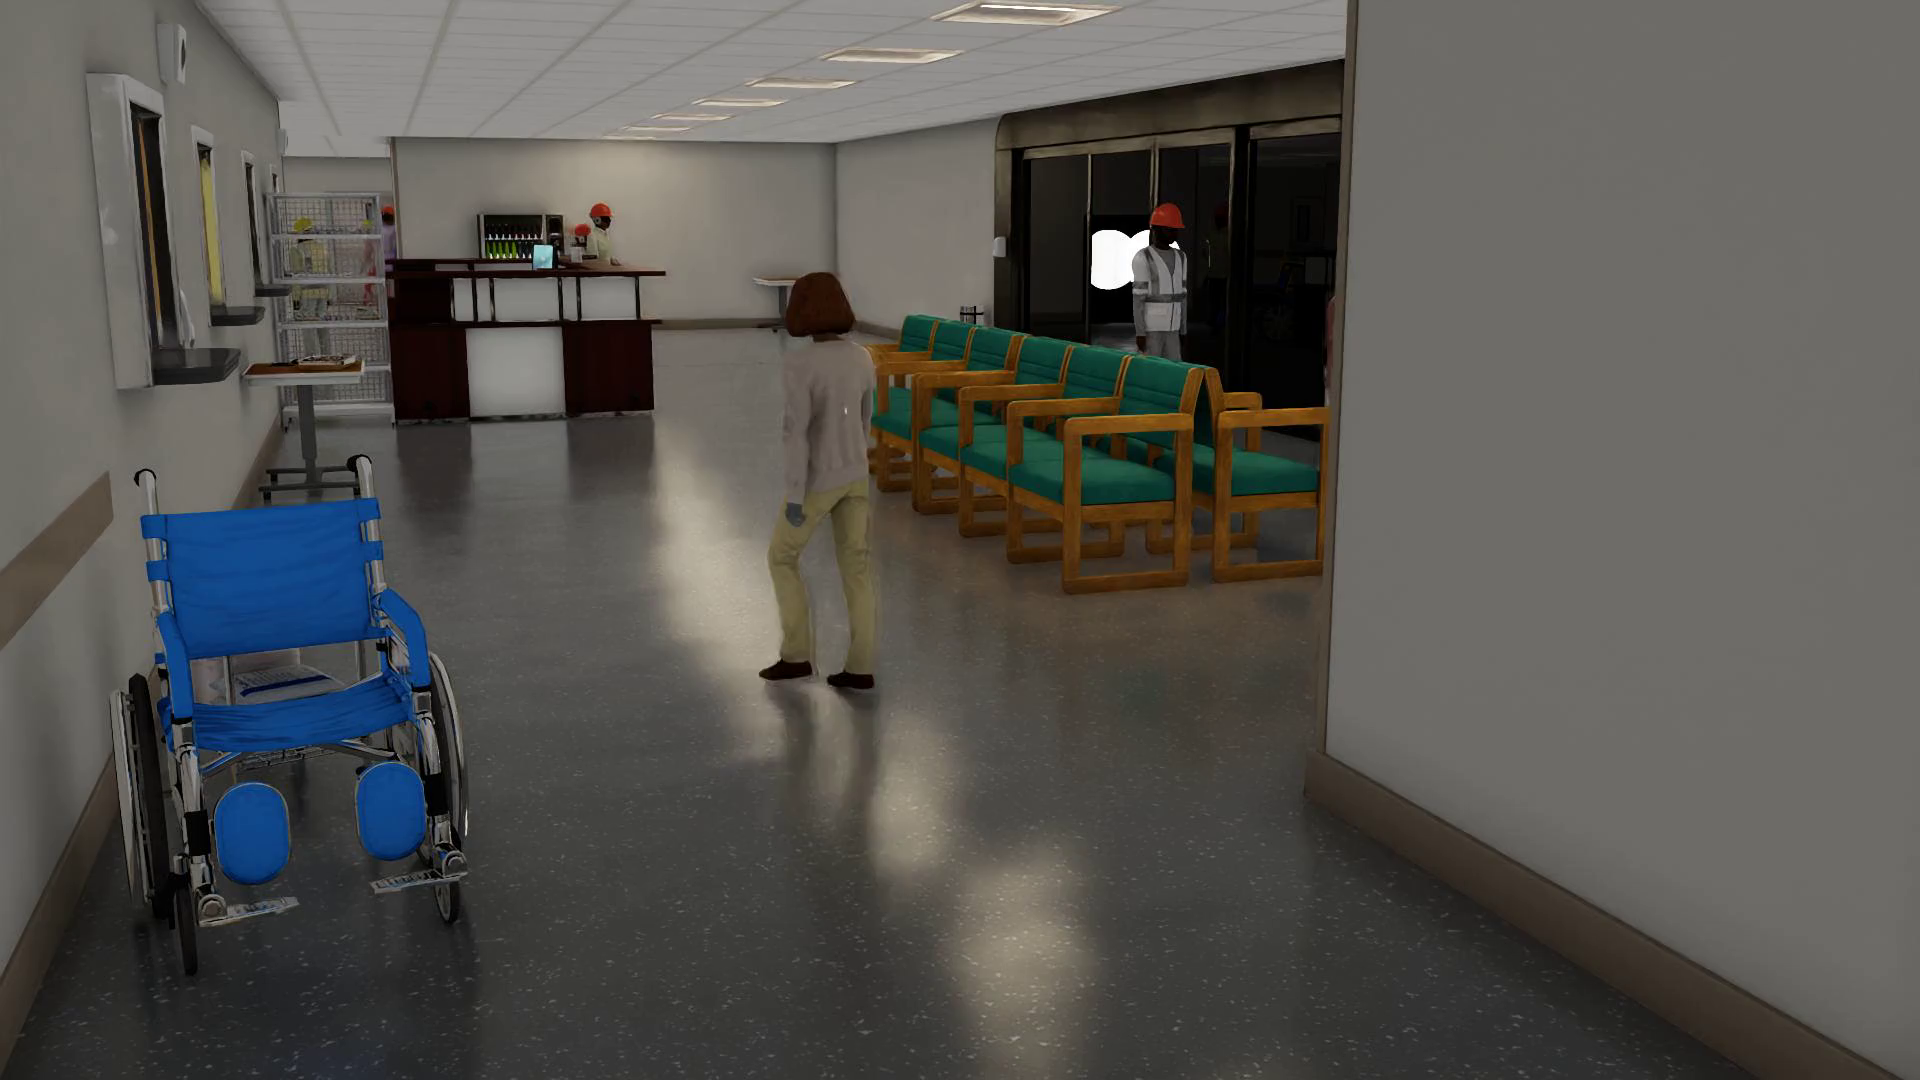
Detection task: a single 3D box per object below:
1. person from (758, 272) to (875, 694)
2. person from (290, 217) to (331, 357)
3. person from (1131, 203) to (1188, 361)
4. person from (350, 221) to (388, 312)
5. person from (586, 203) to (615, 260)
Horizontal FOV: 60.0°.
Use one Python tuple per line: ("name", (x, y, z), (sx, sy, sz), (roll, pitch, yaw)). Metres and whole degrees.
("person", (-0.564, -0.213, 6.423), (0.591, 1.618, 0.519), (9, 14, 39))
("person", (-7.743, -2.924, 19.838), (0.404, 1.818, 0.601), (4, 12, 21))
("person", (1.621, -1.711, 13.321), (0.547, 1.933, 0.384), (-8, 14, -35))
("person", (-11.368, -5.233, 31.914), (0.852, 1.726, 0.527), (-2, 11, -8))
("person", (-4.551, -3.277, 21.179), (0.377, 1.995, 0.608), (1, 11, 3))
